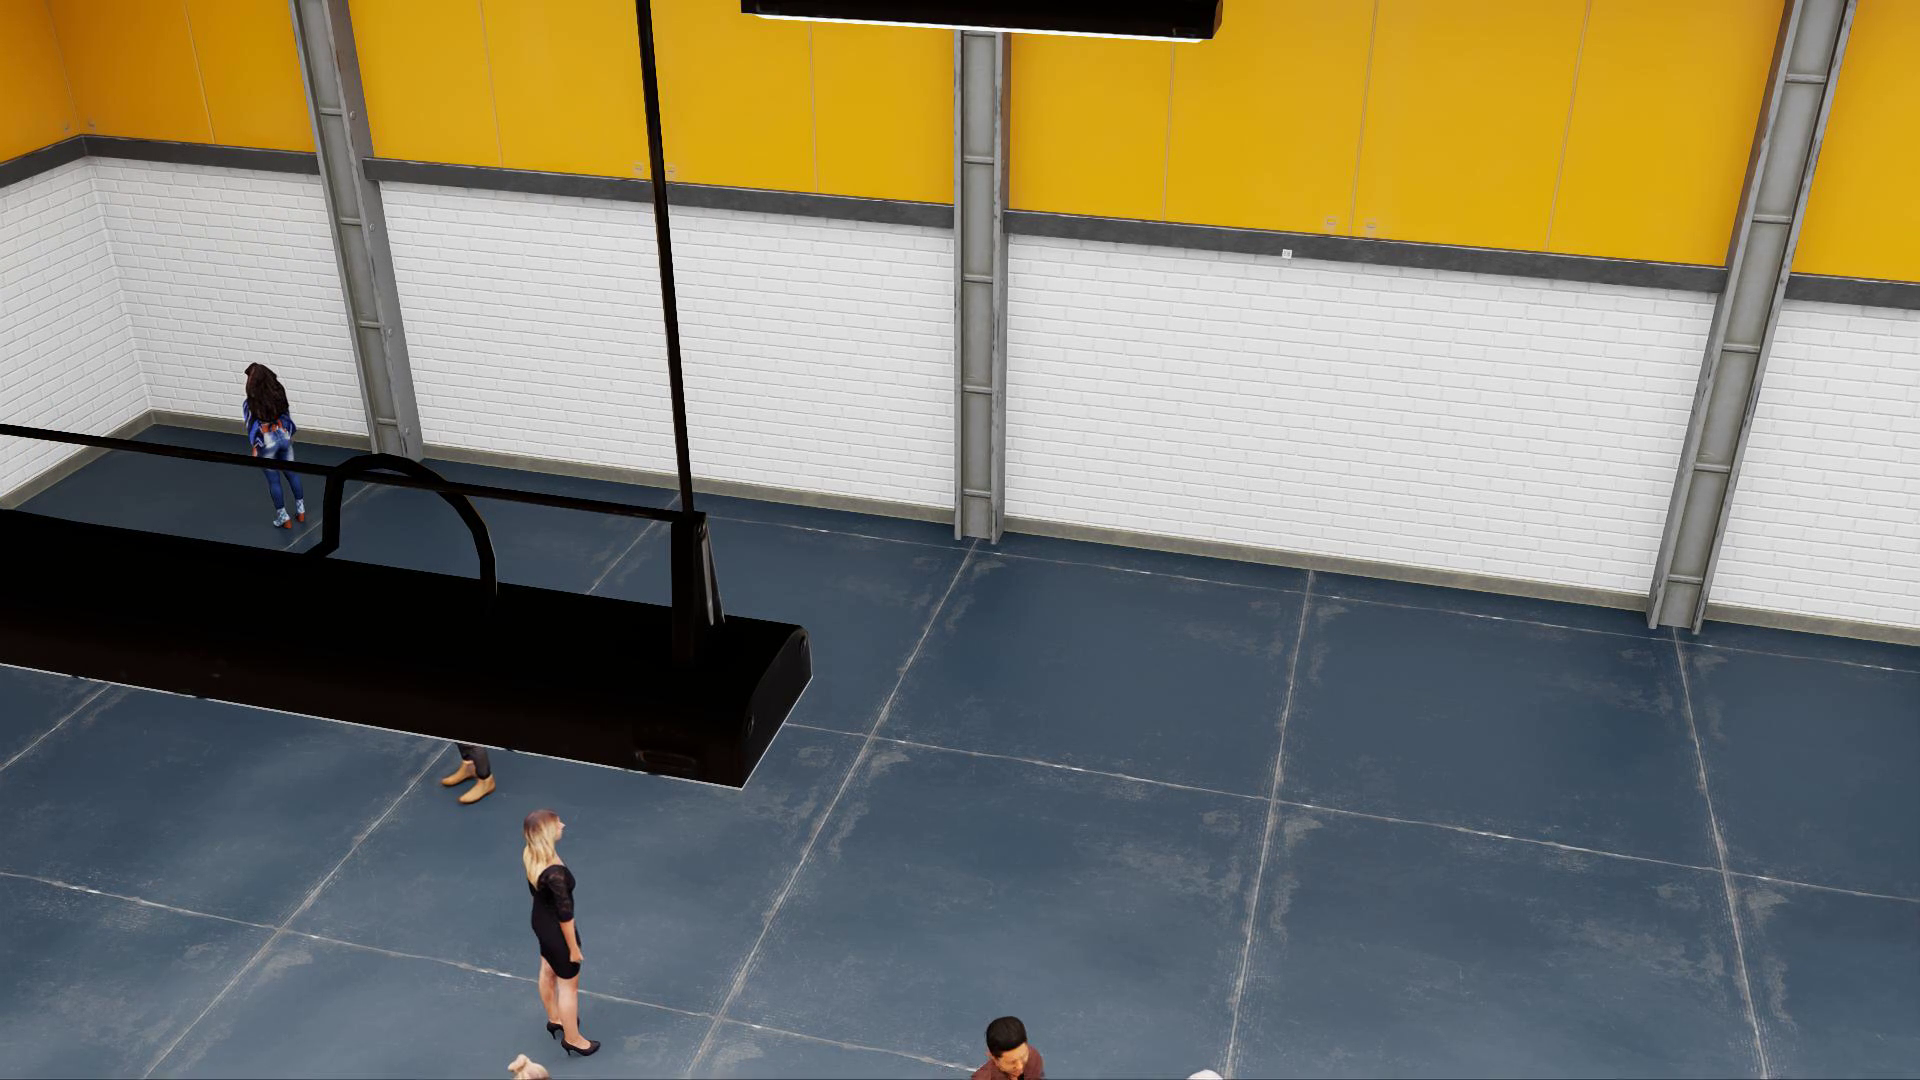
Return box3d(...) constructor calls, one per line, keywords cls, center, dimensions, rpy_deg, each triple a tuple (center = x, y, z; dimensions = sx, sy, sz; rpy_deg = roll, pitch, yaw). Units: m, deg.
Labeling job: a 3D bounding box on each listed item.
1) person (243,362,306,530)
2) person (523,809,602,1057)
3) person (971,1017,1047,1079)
box3d(cls="person", center=(-6.242, -0.872, 15.121), dimensions=(0.677, 1.614, 0.682), rpy_deg=(21, 35, 33))
box3d(cls="person", center=(-2.285, 2.212, 9.404), dimensions=(0.670, 1.675, 0.590), rpy_deg=(-19, 34, -31))
box3d(cls="person", center=(0.161, 2.937, 7.982), dimensions=(0.754, 1.765, 0.776), rpy_deg=(21, 35, 34))
